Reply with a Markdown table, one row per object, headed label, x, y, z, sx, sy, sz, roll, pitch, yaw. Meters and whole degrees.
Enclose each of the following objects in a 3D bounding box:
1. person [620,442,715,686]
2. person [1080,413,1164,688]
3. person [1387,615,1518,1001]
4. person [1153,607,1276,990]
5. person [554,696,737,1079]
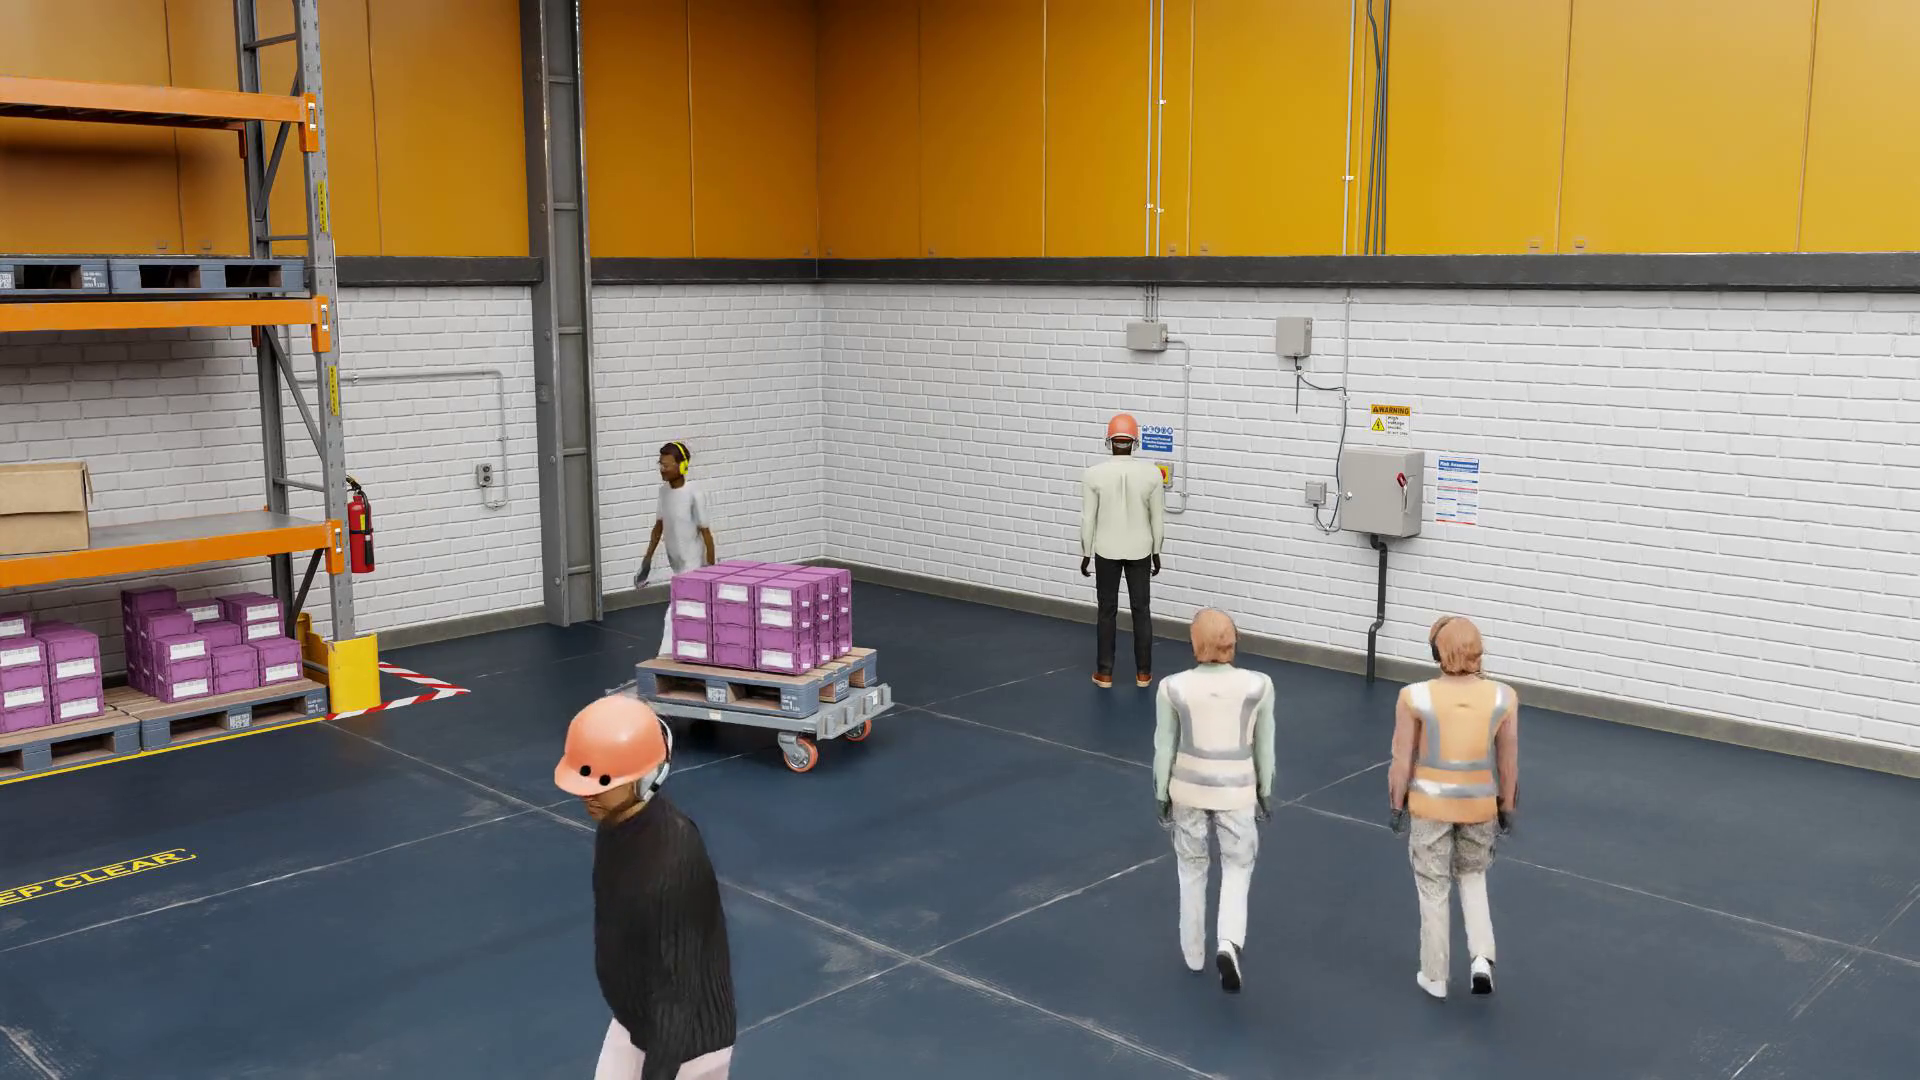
| label | x | y | z | sx | sy | sz | roll | pitch | yaw |
| --- | --- | --- | --- | --- | --- | --- | --- | --- | --- |
| person | -1.996 | 0.208 | 11.854 | 1.032 | 1.816 | 0.494 | -7 | 12 | -37 |
| person | 1.175 | 0.080 | 12.068 | 0.609 | 1.996 | 0.383 | 0 | 9 | -1 |
| person | 2.028 | 1.117 | 6.863 | 0.520 | 1.626 | 0.369 | 0 | 9 | -3 |
| person | 1.061 | 1.094 | 6.981 | 0.519 | 1.618 | 0.543 | 2 | 9 | 10 |
| person | -0.806 | 1.337 | 4.535 | 0.670 | 1.936 | 0.644 | -6 | 11 | -32 |
